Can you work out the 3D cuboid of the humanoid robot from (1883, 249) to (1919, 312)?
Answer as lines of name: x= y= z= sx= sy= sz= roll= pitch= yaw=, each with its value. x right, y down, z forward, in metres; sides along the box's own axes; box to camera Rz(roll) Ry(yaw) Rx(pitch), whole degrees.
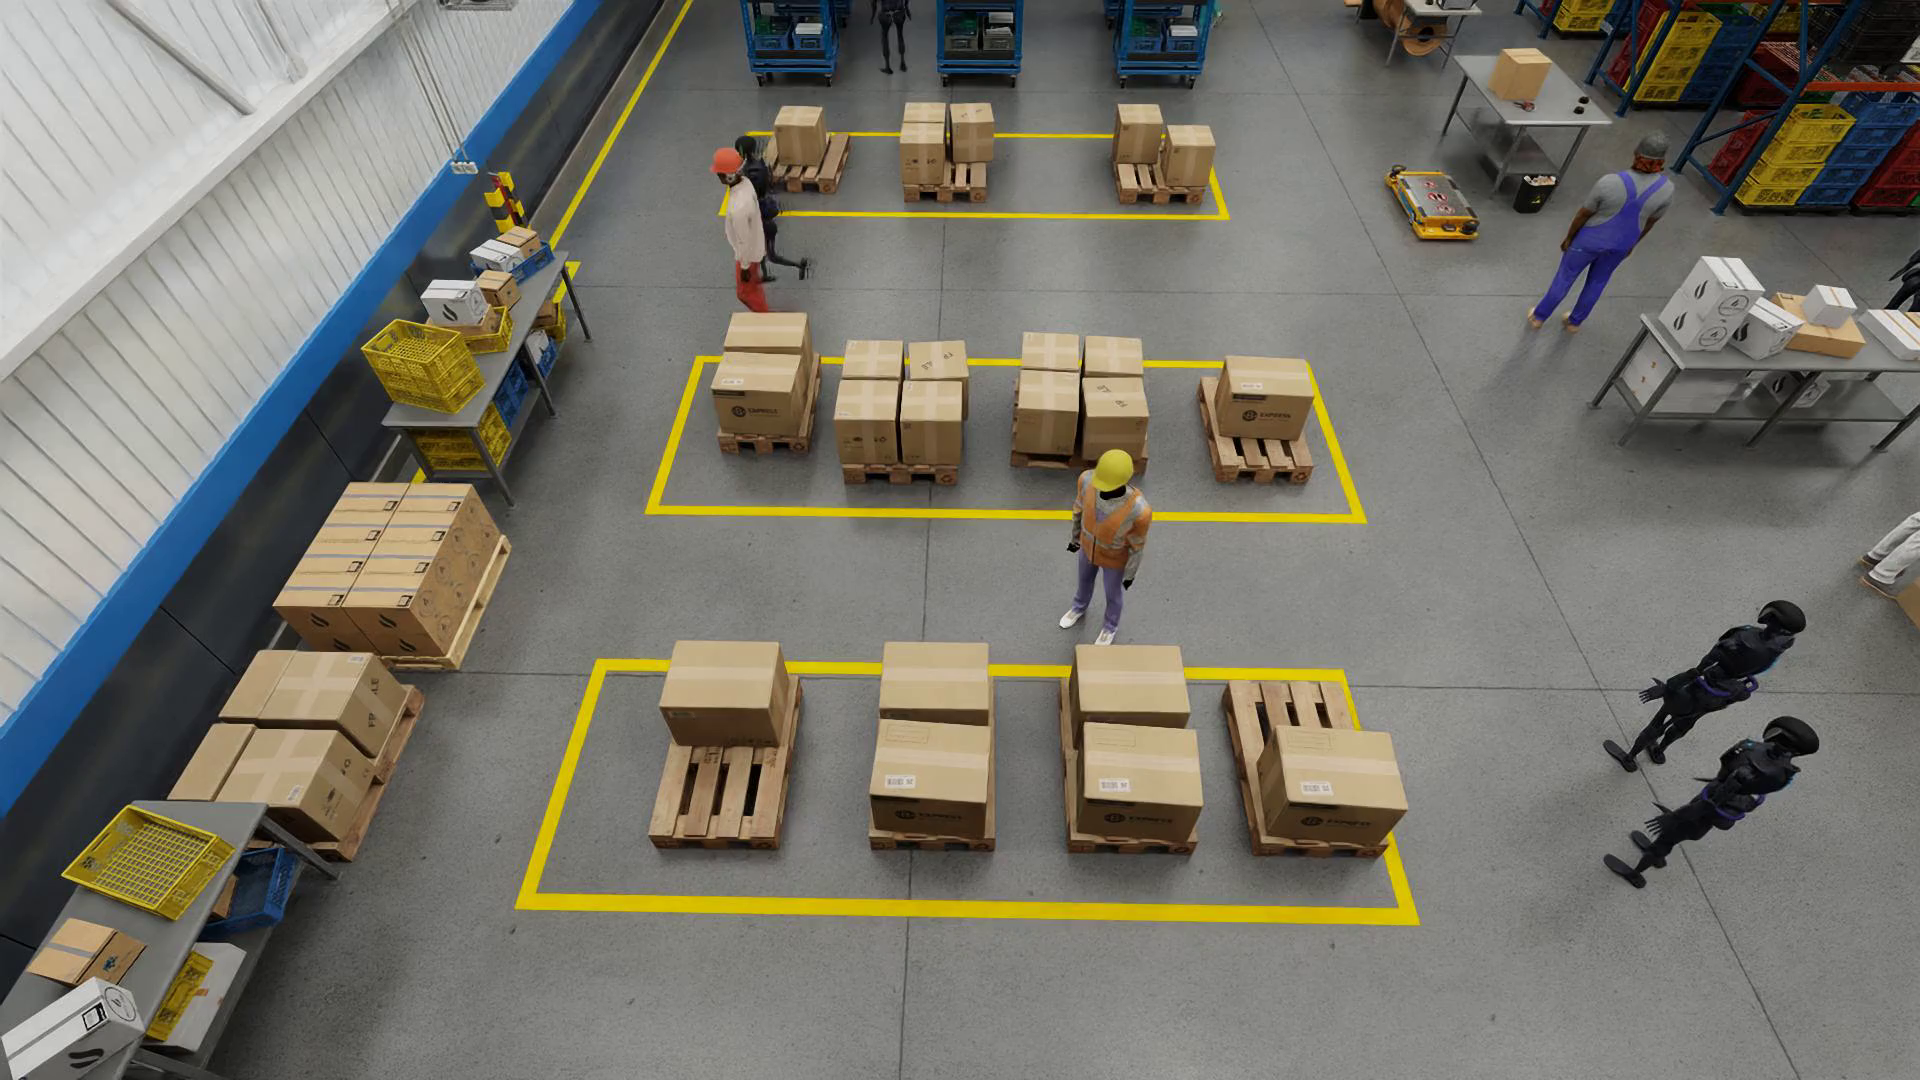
humanoid robot: x=9.237 y=-2.487 z=8.743 sx=0.327 sy=1.660 sz=0.589 roll=2 pitch=49 yaw=2

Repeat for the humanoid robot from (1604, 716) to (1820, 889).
humanoid robot: x=4.311 y=1.514 z=5.281 sx=0.596 sy=1.657 sz=0.325 roll=-23 pitch=53 yaw=-19

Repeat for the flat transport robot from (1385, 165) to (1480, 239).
flat transport robot: x=5.692 y=-4.094 z=11.059 sx=0.652 sy=0.197 sz=1.431 roll=1 pitch=49 yaw=1

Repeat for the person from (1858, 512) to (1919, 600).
person: x=7.446 y=-0.311 z=6.734 sx=0.344 sy=1.882 sz=0.585 roll=27 pitch=54 yaw=21

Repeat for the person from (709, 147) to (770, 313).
person: x=-2.070 y=-2.798 z=8.822 sx=0.431 sy=1.988 sz=0.621 roll=0 pitch=49 yaw=0

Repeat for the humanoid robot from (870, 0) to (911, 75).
humanoid robot: x=-0.982 y=-7.639 z=13.207 sx=0.660 sy=1.647 sz=0.356 roll=-23 pitch=53 yaw=-18

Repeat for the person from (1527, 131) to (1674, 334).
person: x=6.256 y=-2.968 z=8.932 sx=0.680 sy=2.000 sz=0.536 roll=11 pitch=50 yaw=9

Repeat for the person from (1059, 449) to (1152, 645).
person: x=0.991 y=0.079 z=6.378 sx=0.581 sy=1.918 sz=0.403 roll=35 pitch=57 yaw=26

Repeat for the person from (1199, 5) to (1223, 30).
person: x=3.873 y=-8.653 z=14.039 sx=0.622 sy=1.740 sz=0.530 roll=-16 pitch=51 yaw=-13

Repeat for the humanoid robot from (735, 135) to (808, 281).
humanoid robot: x=-1.996 y=-3.409 z=9.560 sx=0.561 sy=1.632 sz=0.577 roll=-17 pitch=51 yaw=-14

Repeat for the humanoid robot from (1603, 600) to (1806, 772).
humanoid robot: x=4.698 y=0.926 z=5.791 sx=0.592 sy=1.657 sz=0.326 roll=-9 pitch=50 yaw=-8
